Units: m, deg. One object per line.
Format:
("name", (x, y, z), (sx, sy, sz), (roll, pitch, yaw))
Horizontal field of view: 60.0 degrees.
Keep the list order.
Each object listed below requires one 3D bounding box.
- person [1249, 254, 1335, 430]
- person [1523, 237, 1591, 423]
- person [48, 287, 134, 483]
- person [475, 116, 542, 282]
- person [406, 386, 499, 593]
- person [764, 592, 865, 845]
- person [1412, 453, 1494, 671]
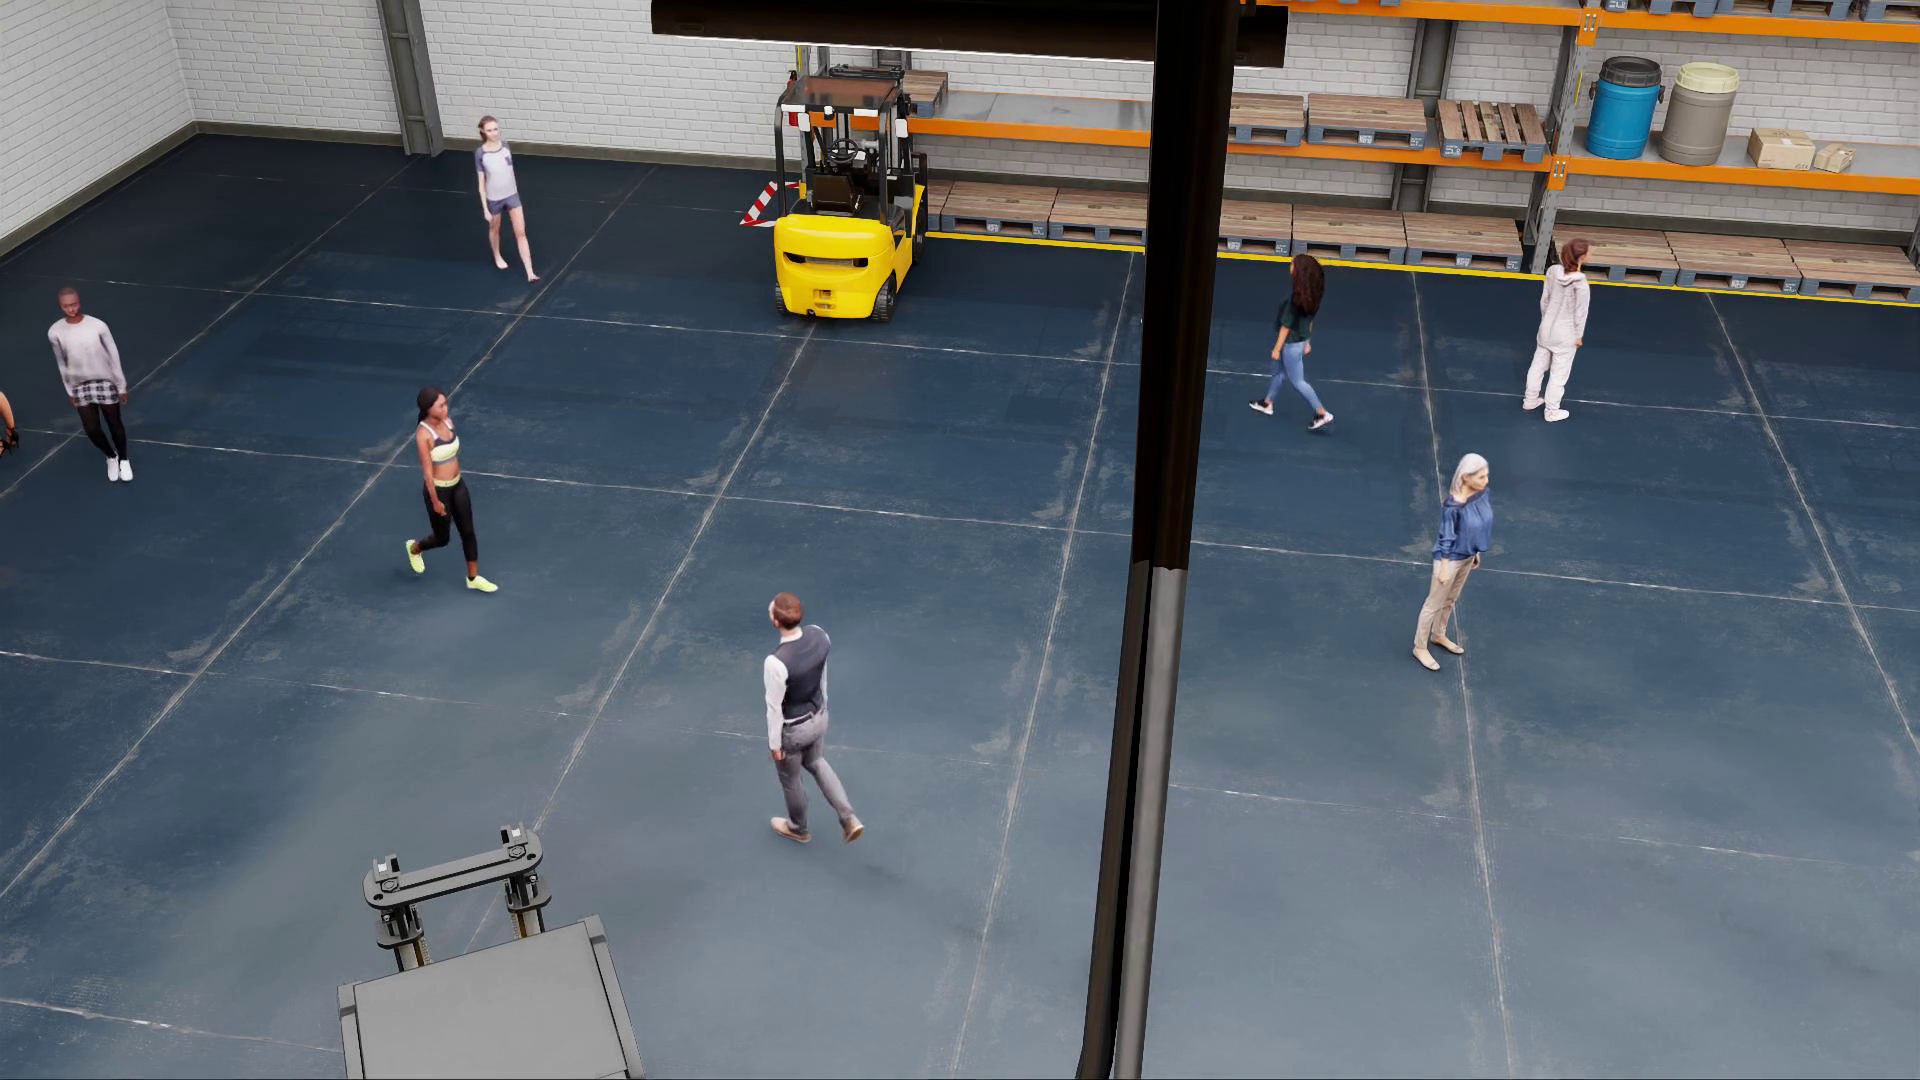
("person", (3.005, -1.707, 14.625), (1.137, 1.589, 0.870), (20, 39, 28))
("person", (5.328, -1.882, 14.796), (0.776, 1.692, 0.729), (-18, 38, -25))
("person", (-7.232, -1.332, 13.904), (0.700, 1.763, 0.794), (-13, 36, -19))
("person", (-4.809, -3.557, 17.297), (1.105, 1.712, 1.169), (-21, 39, -29))
("person", (-3.938, -0.370, 12.481), (1.040, 1.736, 0.739), (15, 36, 21))
("person", (-0.901, 1.138, 10.045), (1.060, 1.921, 0.928), (25, 41, 32))
("person", (3.500, 0.125, 11.770), (0.712, 1.698, 0.753), (-26, 42, -34))
